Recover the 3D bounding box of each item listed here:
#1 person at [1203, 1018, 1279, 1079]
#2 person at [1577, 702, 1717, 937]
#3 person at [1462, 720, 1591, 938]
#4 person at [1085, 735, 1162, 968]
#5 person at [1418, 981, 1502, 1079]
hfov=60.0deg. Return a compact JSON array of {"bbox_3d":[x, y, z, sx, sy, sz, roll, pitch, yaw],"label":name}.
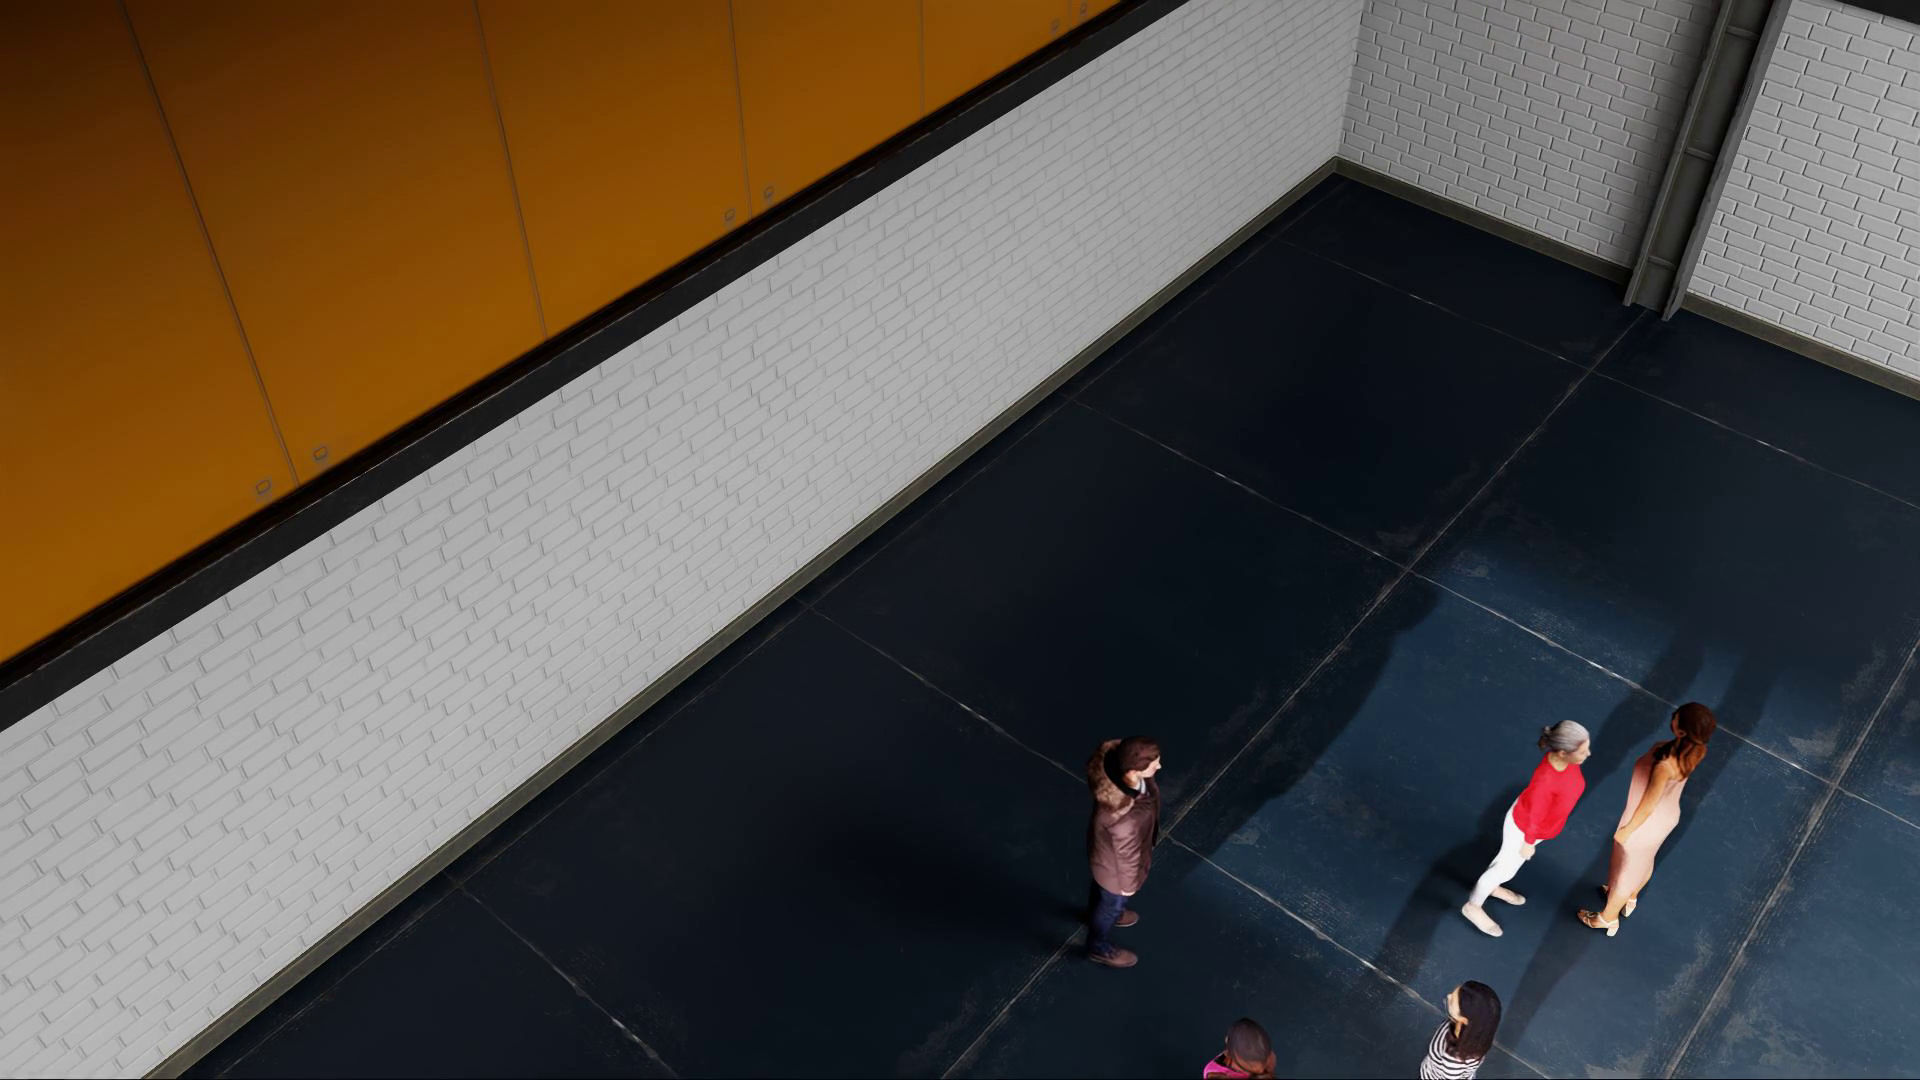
[{"bbox_3d":[1.275,2.777,7.852,0.625,1.723,0.620,-26,49,-25],"label":"person"},{"bbox_3d":[3.769,1.528,9.085,0.626,1.831,0.560,-30,51,-28],"label":"person"},{"bbox_3d":[3.126,1.564,9.151,0.554,1.687,0.545,29,51,27],"label":"person"},{"bbox_3d":[0.845,1.648,8.952,0.890,1.841,0.858,1,44,1],"label":"person"},{"bbox_3d":[2.305,2.640,7.942,0.509,1.797,0.599,24,49,23],"label":"person"}]
